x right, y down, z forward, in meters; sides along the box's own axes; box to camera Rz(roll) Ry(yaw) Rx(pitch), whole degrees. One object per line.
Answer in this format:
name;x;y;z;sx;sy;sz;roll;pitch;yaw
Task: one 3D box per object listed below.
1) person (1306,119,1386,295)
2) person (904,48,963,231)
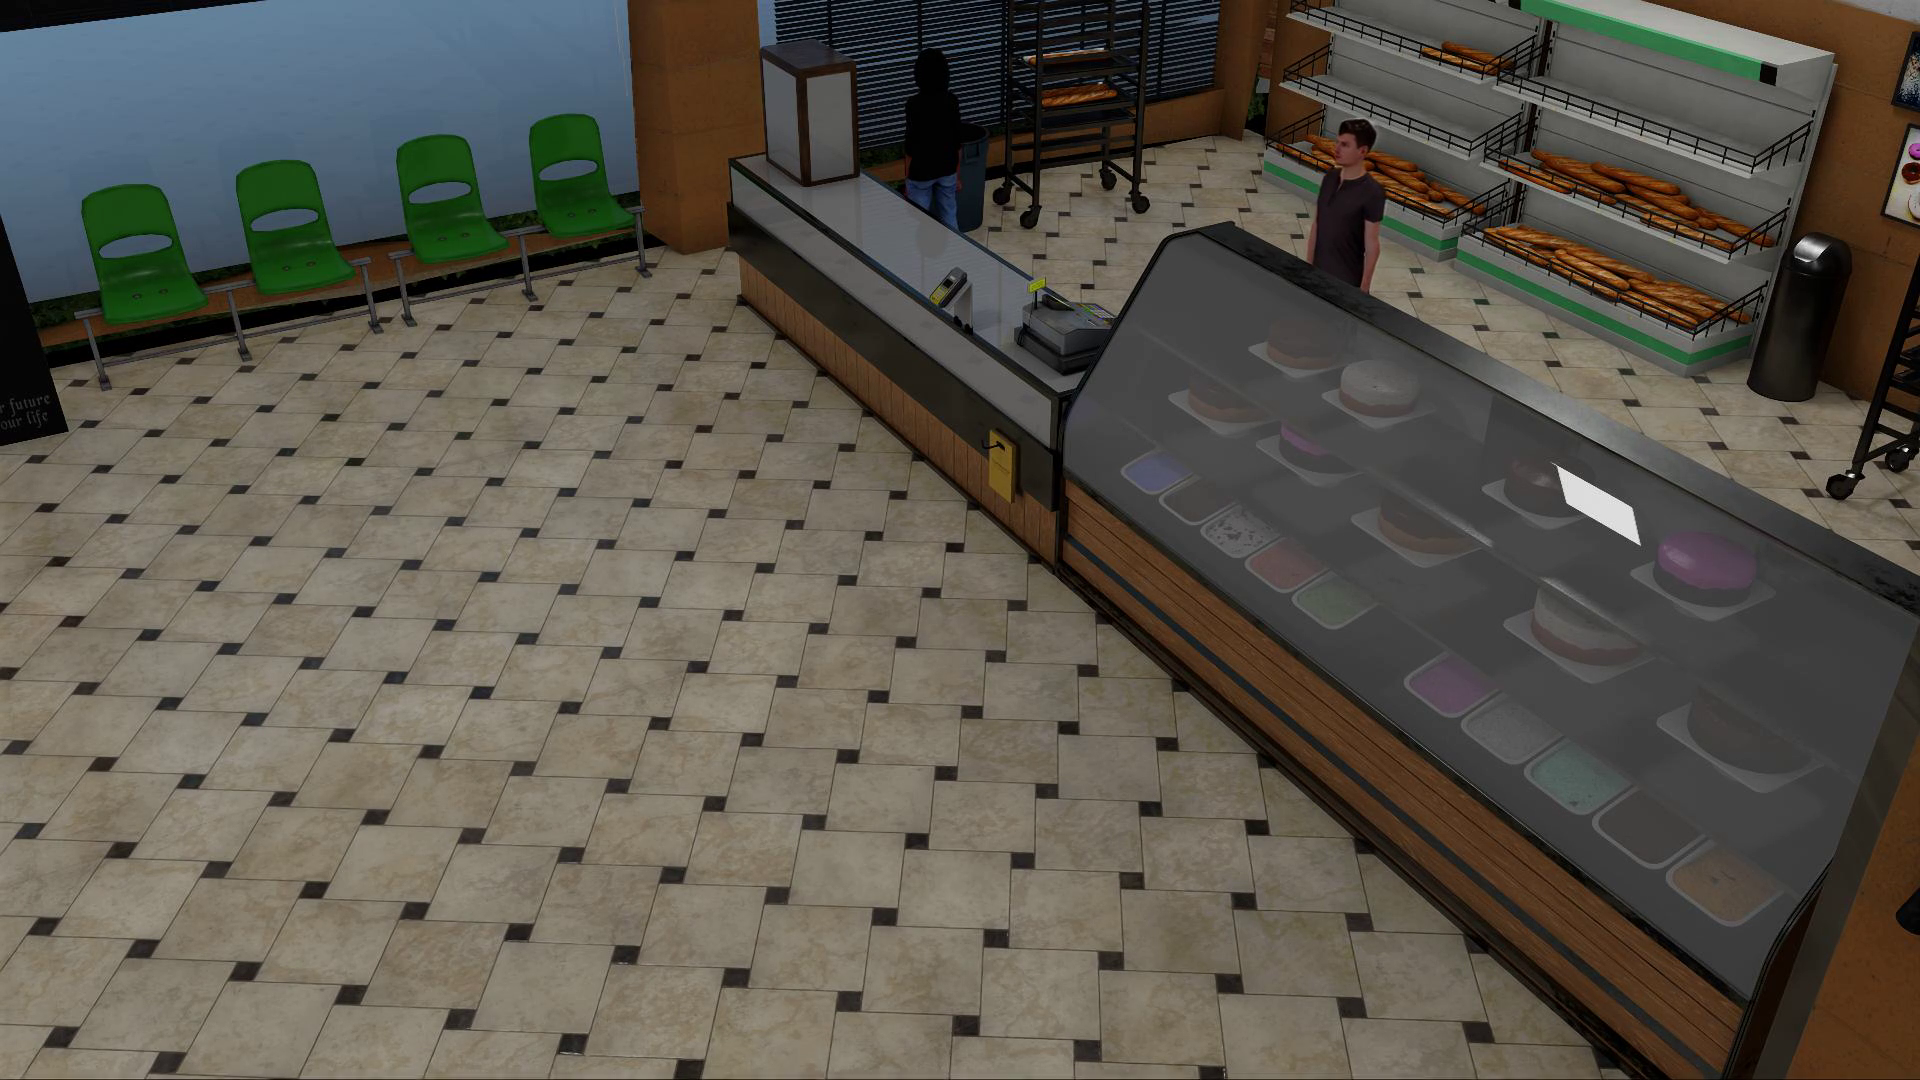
person;2.133;-1.450;9.323;0.514;1.851;0.643;-17;36;-25
person;-0.183;-2.397;10.987;0.511;1.702;0.656;-12;34;-18
